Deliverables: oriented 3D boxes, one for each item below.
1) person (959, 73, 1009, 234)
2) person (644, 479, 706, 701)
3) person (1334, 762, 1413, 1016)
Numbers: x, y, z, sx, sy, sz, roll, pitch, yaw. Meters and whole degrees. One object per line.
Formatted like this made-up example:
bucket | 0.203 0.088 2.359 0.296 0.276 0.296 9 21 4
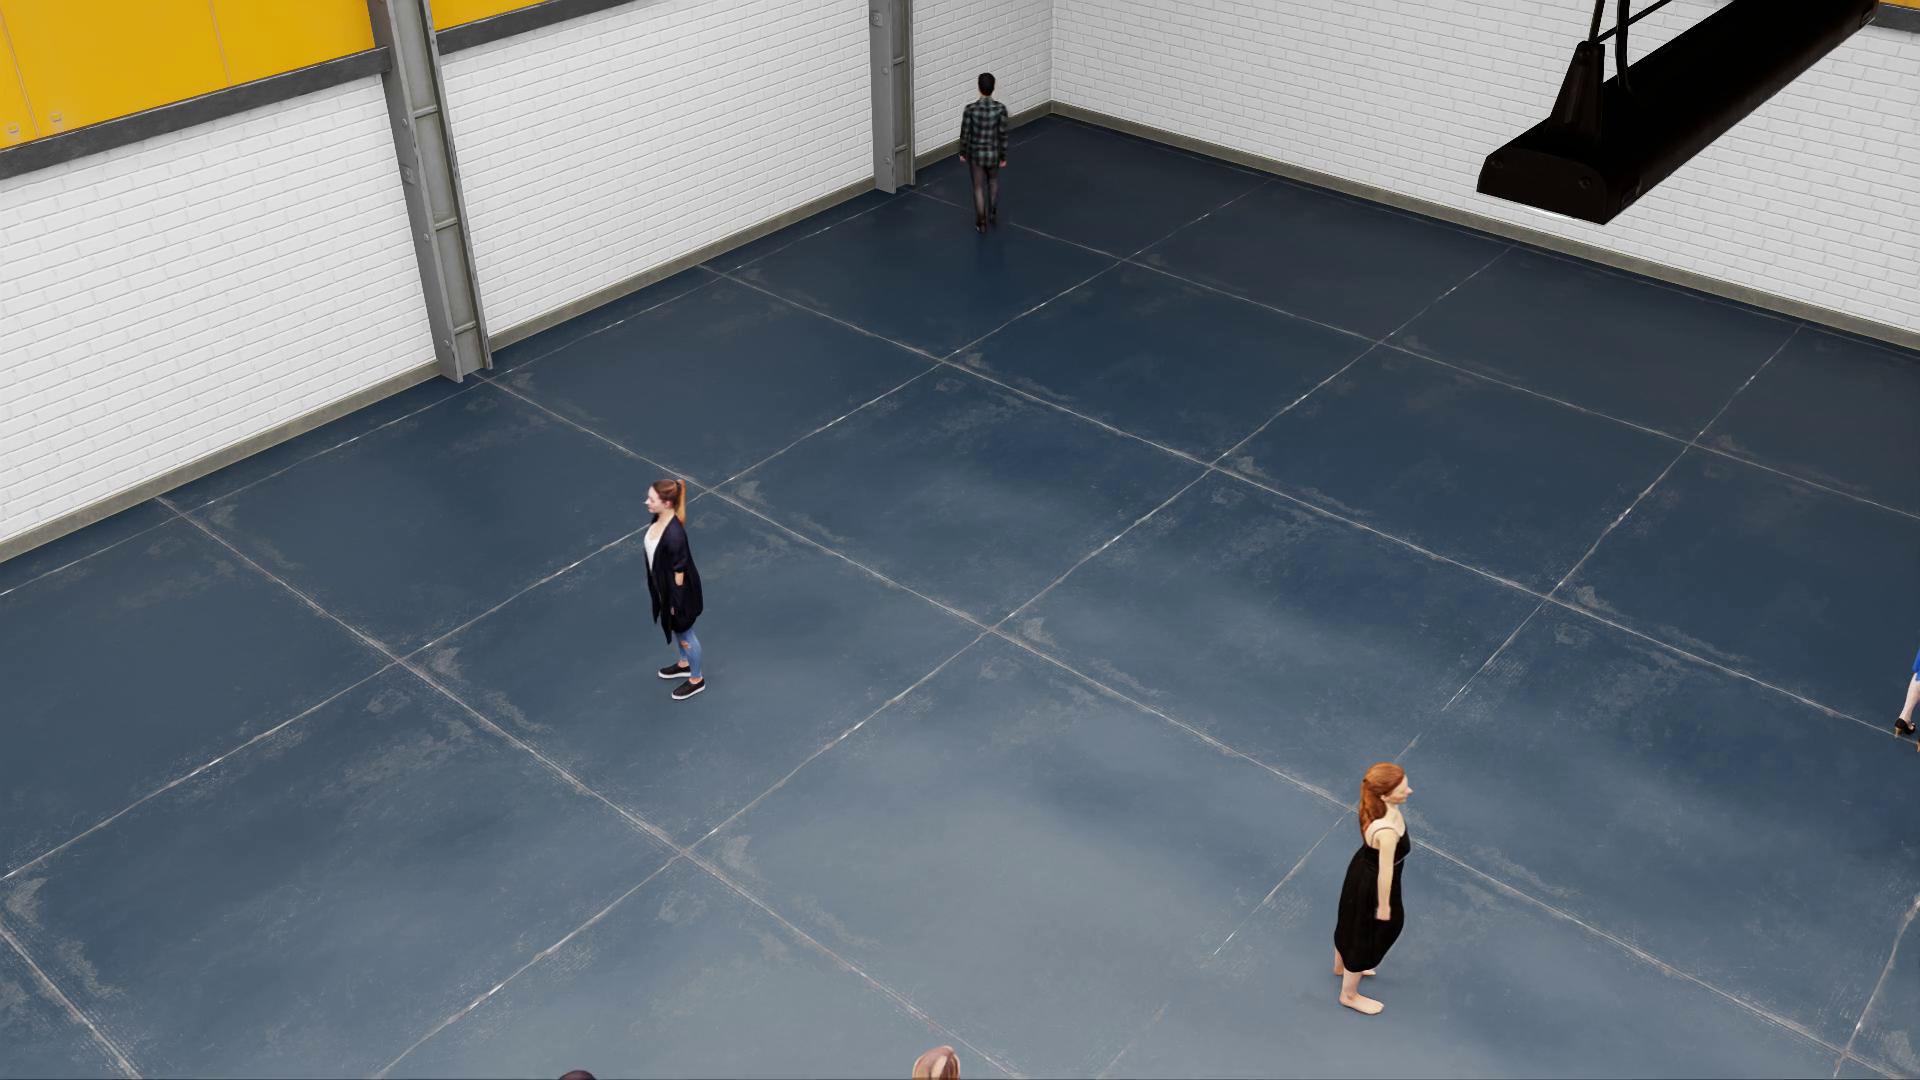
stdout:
person | 0.261 -4.121 17.799 0.829 1.702 0.874 -8 34 -12
person | -1.905 0.313 11.165 0.715 1.683 0.715 -13 36 -19
person | 2.202 1.833 8.930 0.731 1.625 0.651 3 34 5
